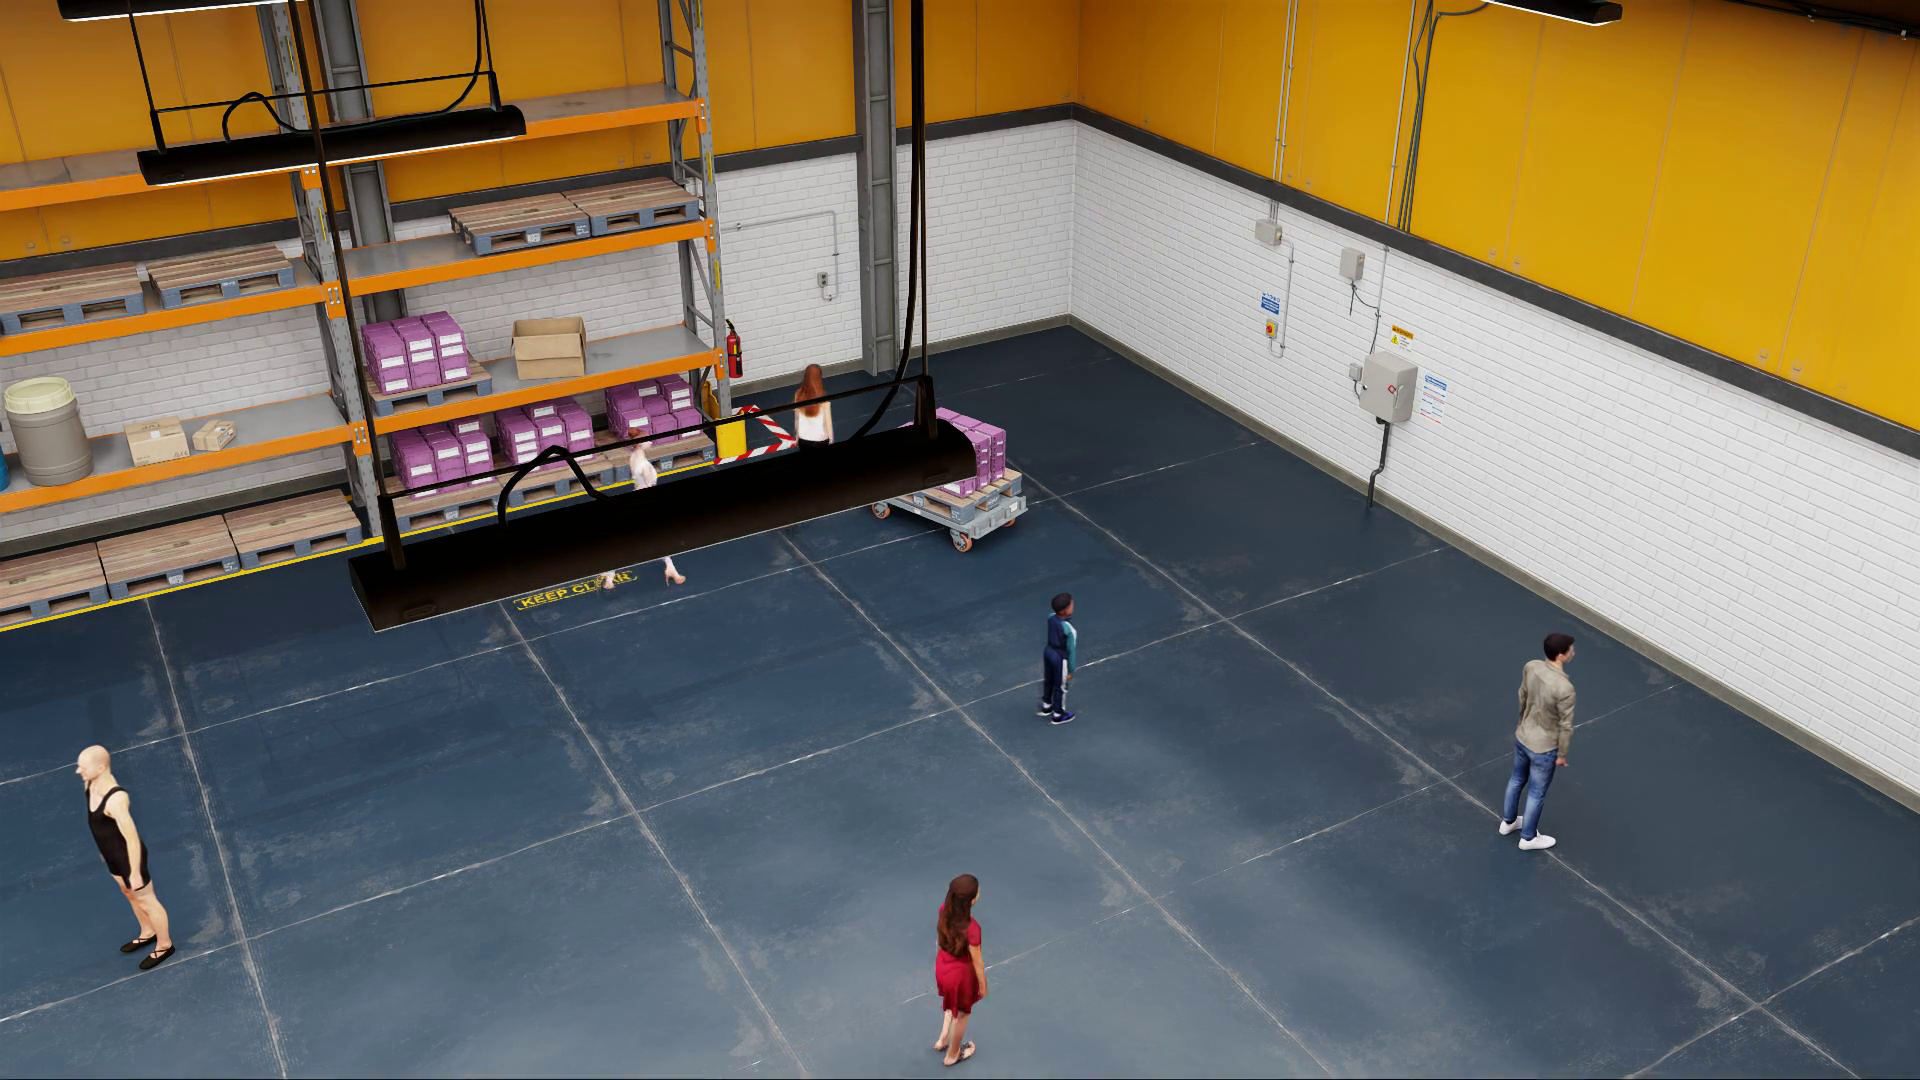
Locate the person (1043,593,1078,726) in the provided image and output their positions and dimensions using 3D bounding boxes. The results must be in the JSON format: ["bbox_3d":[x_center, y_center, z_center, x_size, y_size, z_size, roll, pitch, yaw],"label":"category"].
[{"bbox_3d":[0.847,1.005,14.339,0.477,1.255,0.495,-17,33,-29],"label":"person"}]

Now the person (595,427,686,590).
[{"bbox_3d":[-3.147,-0.243,16.103,1.133,1.757,0.691,-10,30,-17],"label":"person"}]

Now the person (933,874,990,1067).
[{"bbox_3d":[-0.064,2.809,10.731,0.675,1.543,0.620,-22,36,-35],"label":"person"}]

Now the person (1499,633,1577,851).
[{"bbox_3d":[4.426,1.531,12.735,0.628,1.867,0.729,-11,30,-19],"label":"person"}]

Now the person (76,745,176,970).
[{"bbox_3d":[-5.816,2.184,11.592,0.699,1.815,0.629,23,36,36],"label":"person"}]

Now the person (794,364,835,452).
[{"bbox_3d":[-1.577,-1.023,17.576,0.804,1.714,0.871,9,30,17],"label":"person"}]
